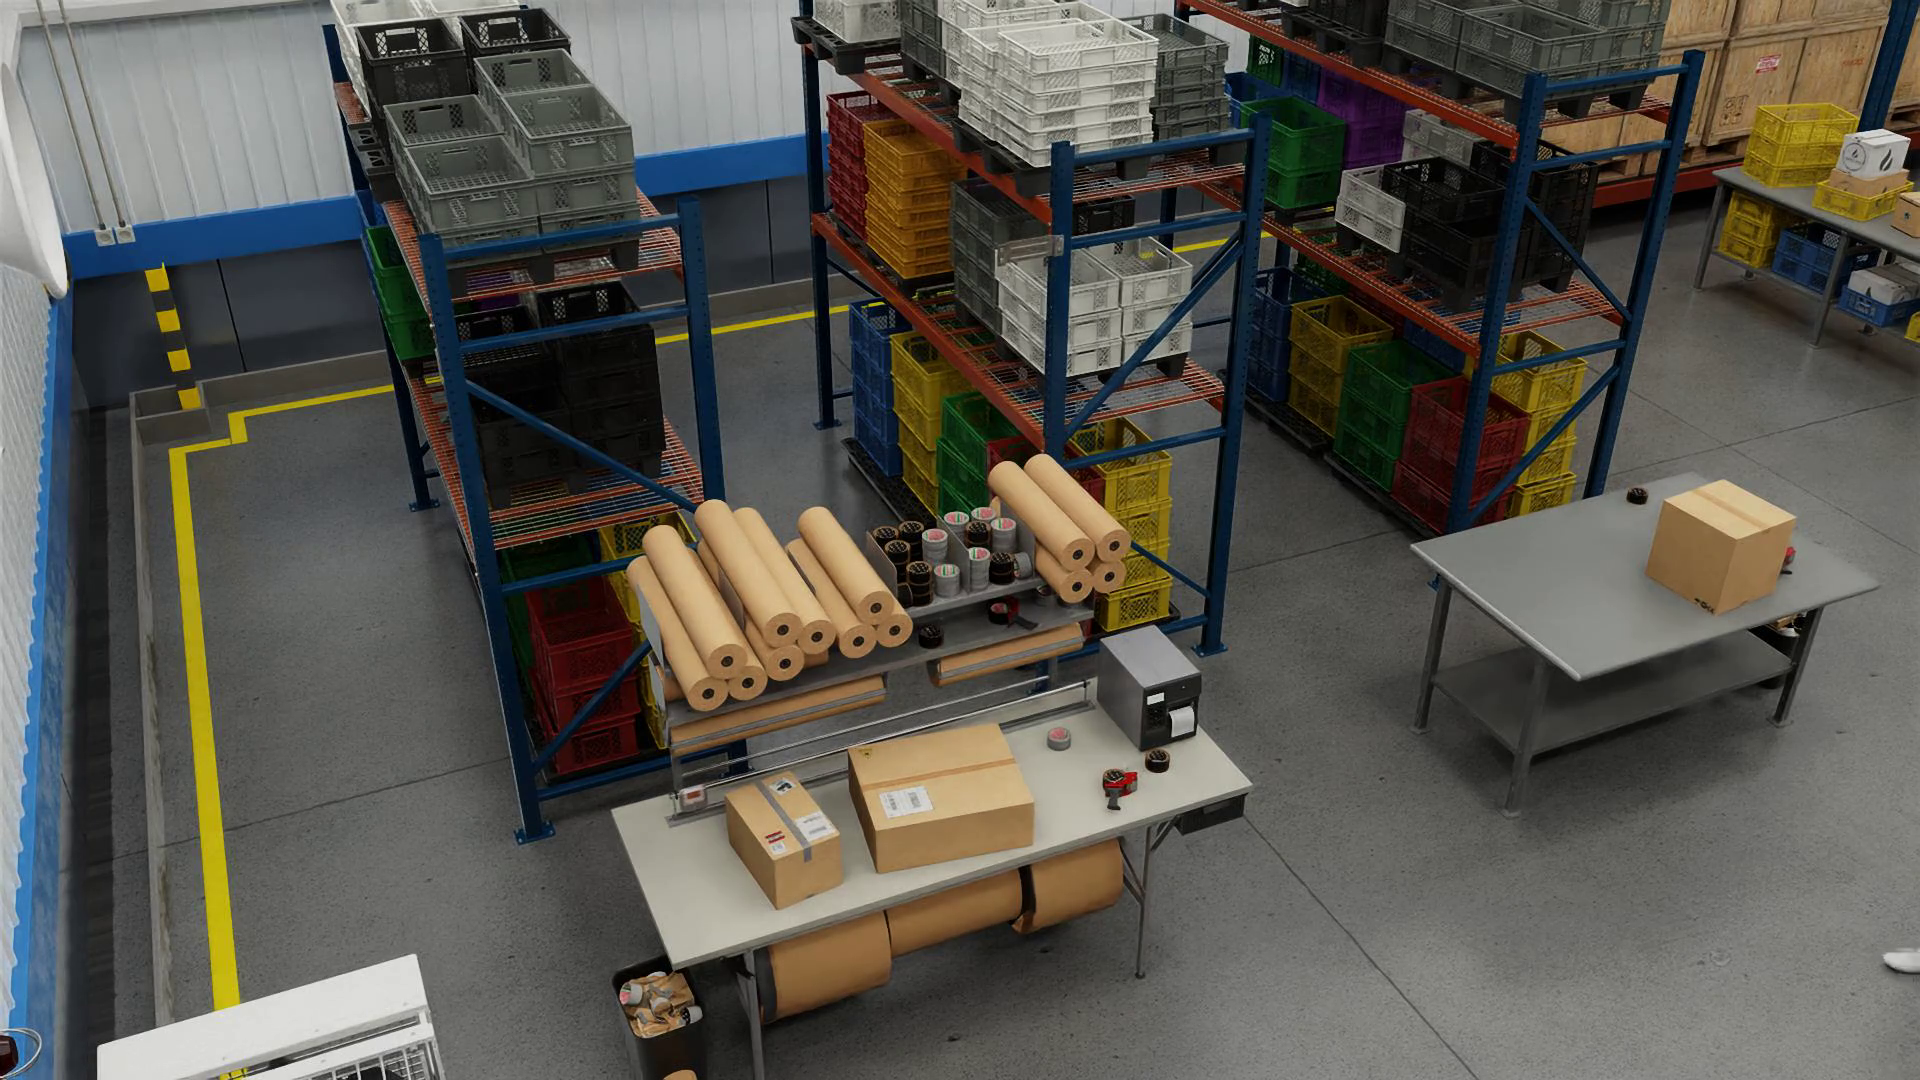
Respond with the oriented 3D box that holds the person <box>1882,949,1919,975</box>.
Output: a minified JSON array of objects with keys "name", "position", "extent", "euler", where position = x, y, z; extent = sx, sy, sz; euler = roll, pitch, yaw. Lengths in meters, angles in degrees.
[{"name":"person","position":[4.148,1.208,6.531],"extent":[0.519,1.819,0.624],"euler":[5,32,9]}]
